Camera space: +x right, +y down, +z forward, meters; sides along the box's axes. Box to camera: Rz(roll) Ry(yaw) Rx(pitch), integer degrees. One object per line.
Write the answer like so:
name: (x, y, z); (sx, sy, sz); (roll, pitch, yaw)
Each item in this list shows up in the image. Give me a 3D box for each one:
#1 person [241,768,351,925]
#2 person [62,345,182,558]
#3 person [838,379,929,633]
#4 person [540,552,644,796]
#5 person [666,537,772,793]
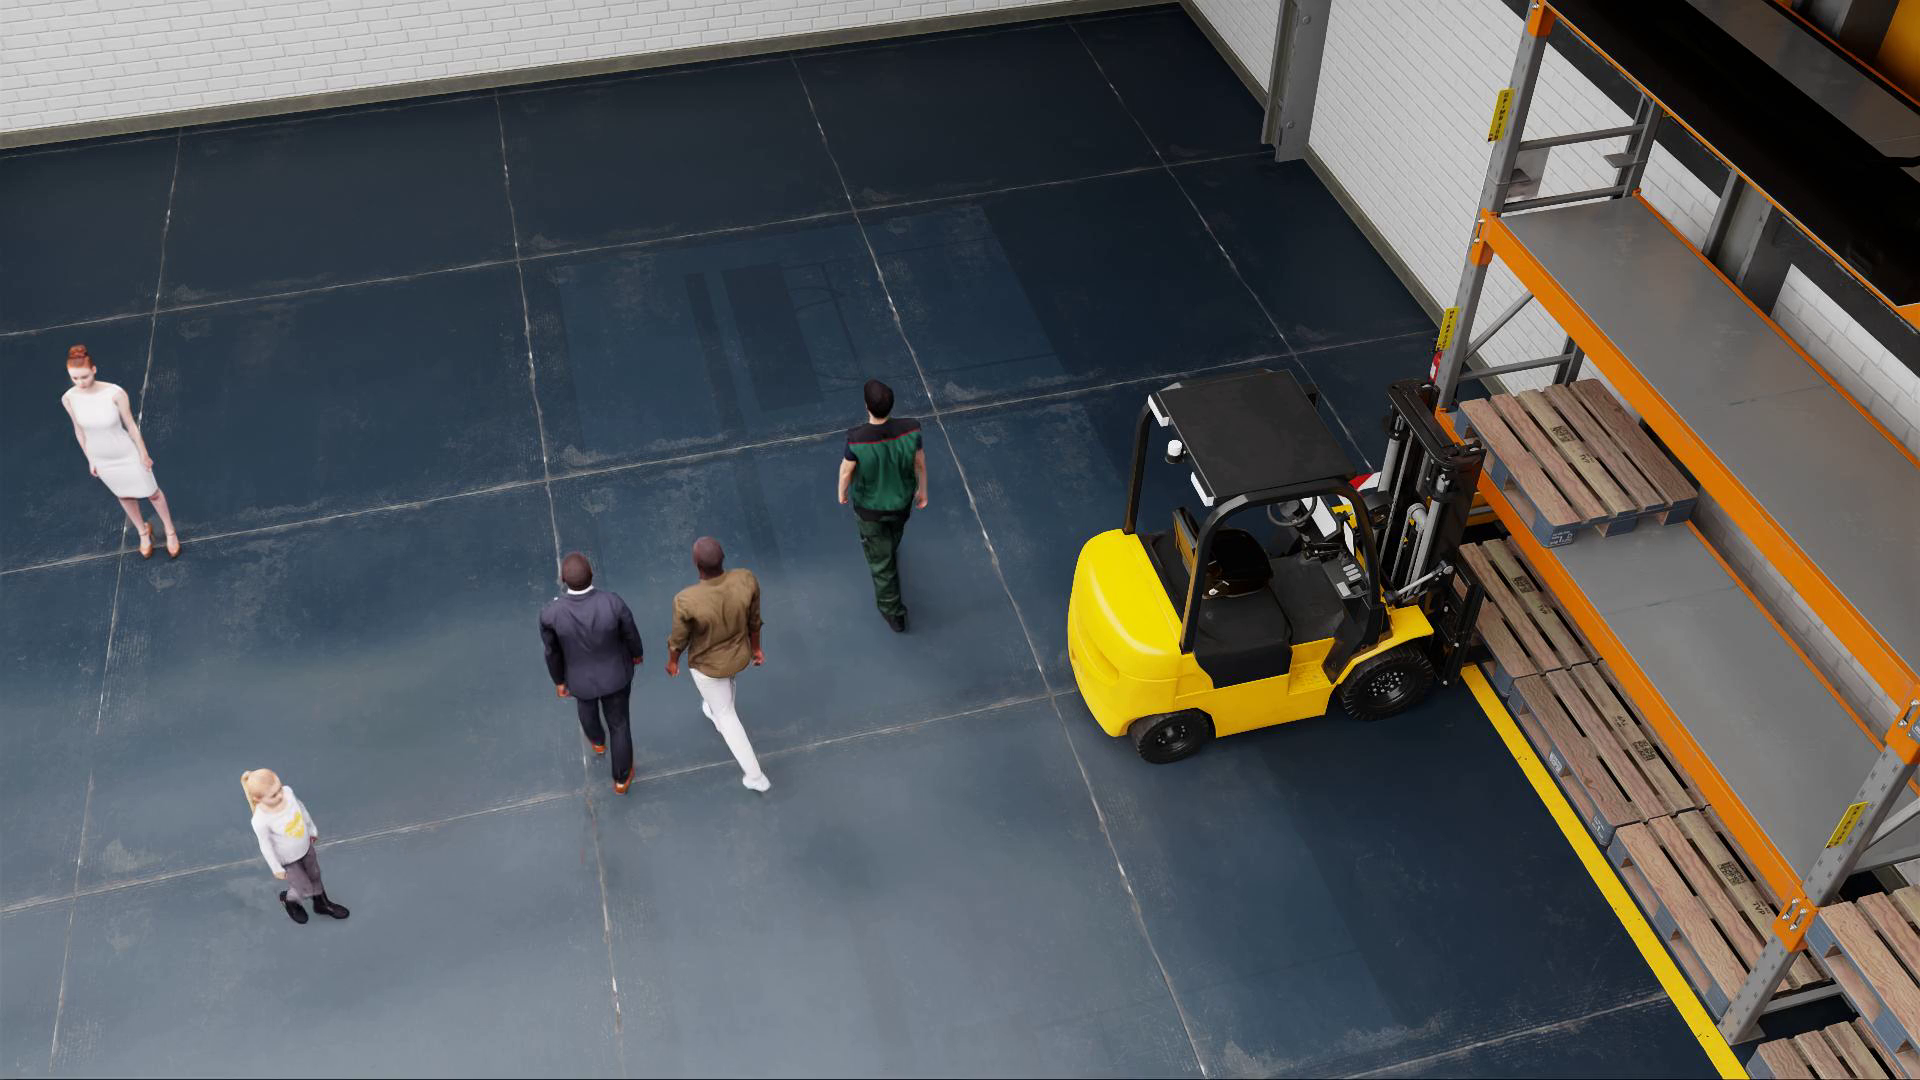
person: (-3.763, 1.700, 9.233); (0.694, 1.274, 0.643); (12, 45, 13)
person: (-5.678, -0.577, 11.247); (0.578, 1.794, 0.522); (-5, 44, -6)
person: (-0.461, -0.178, 10.777); (0.796, 1.863, 1.153); (-17, 46, -17)
person: (-2.114, 0.843, 9.749); (0.767, 1.805, 0.901); (-3, 44, -3)
person: (-1.384, 0.757, 9.838); (1.022, 1.806, 1.253); (-29, 51, -27)
